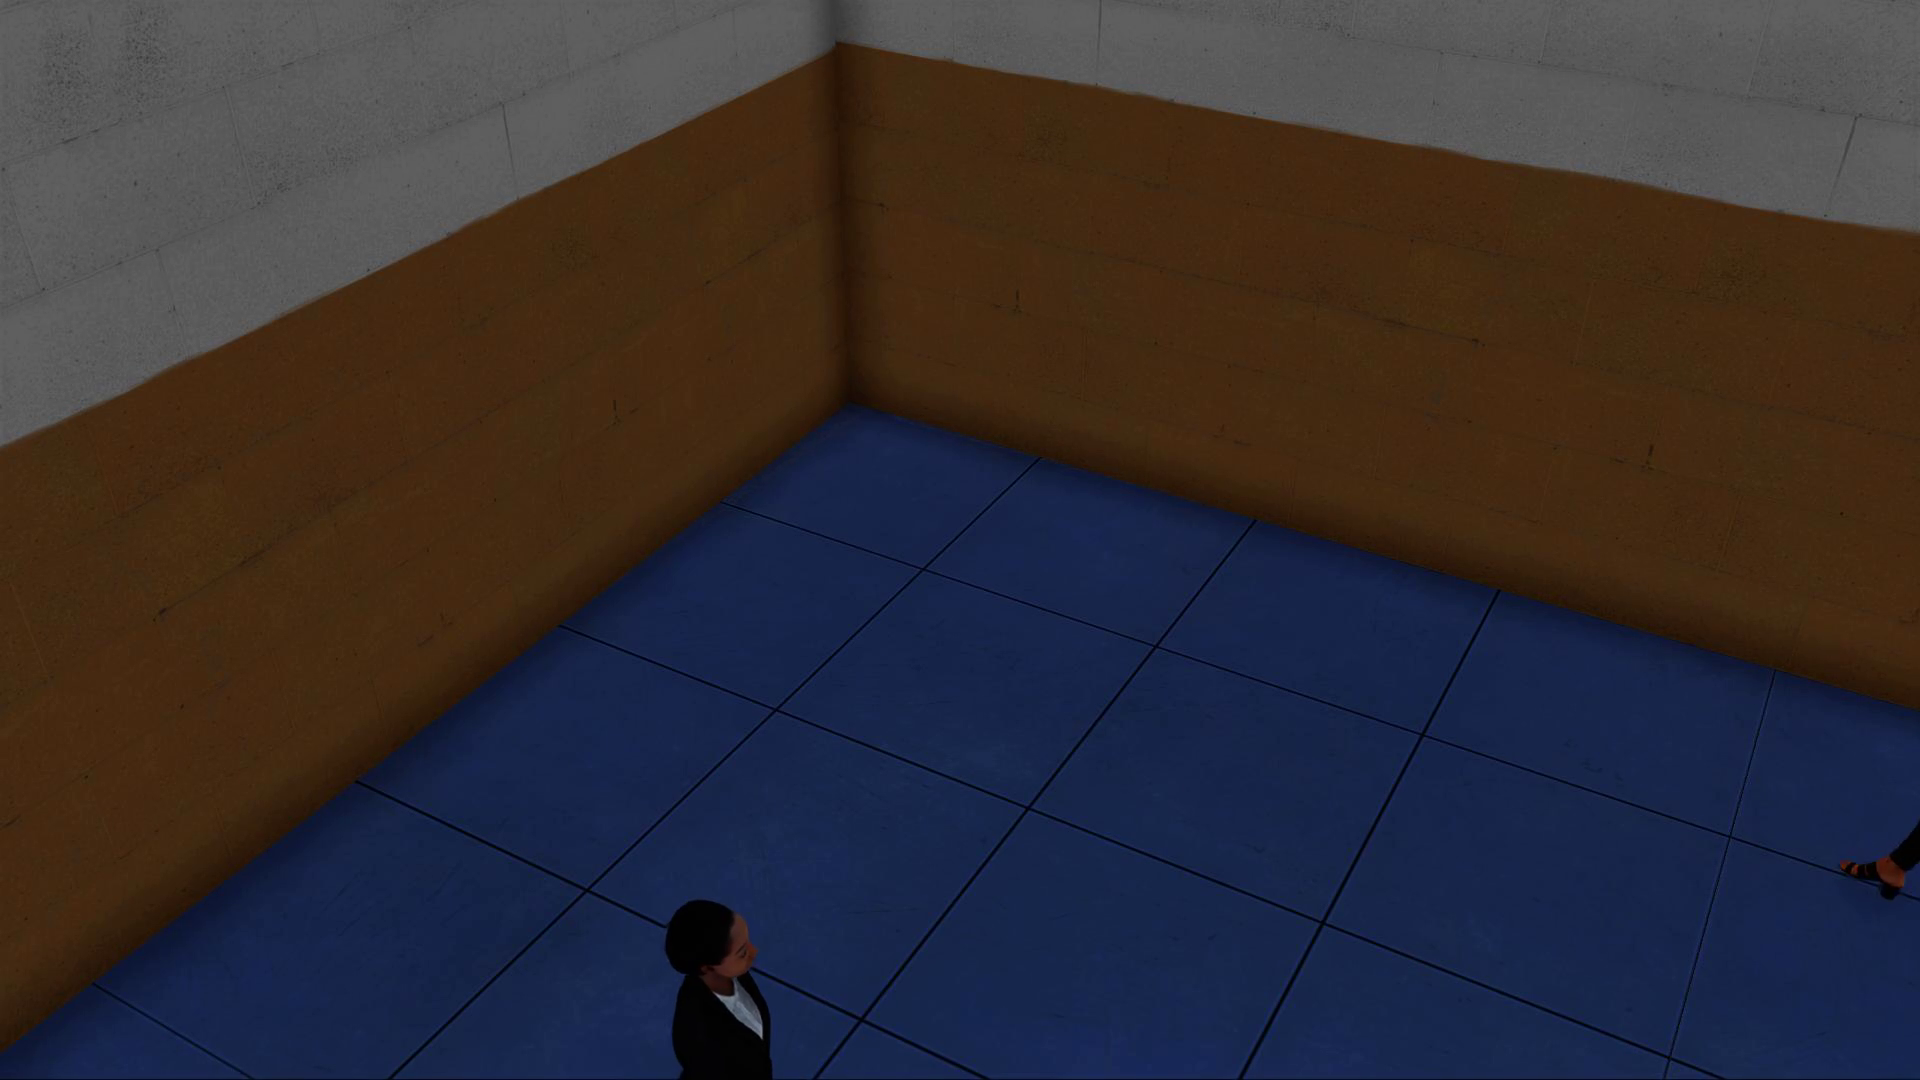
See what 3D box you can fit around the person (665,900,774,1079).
[{"bbox_3d":[-0.687,1.705,4.740,0.735,1.830,0.629,1,34,2],"label":"person"}]
